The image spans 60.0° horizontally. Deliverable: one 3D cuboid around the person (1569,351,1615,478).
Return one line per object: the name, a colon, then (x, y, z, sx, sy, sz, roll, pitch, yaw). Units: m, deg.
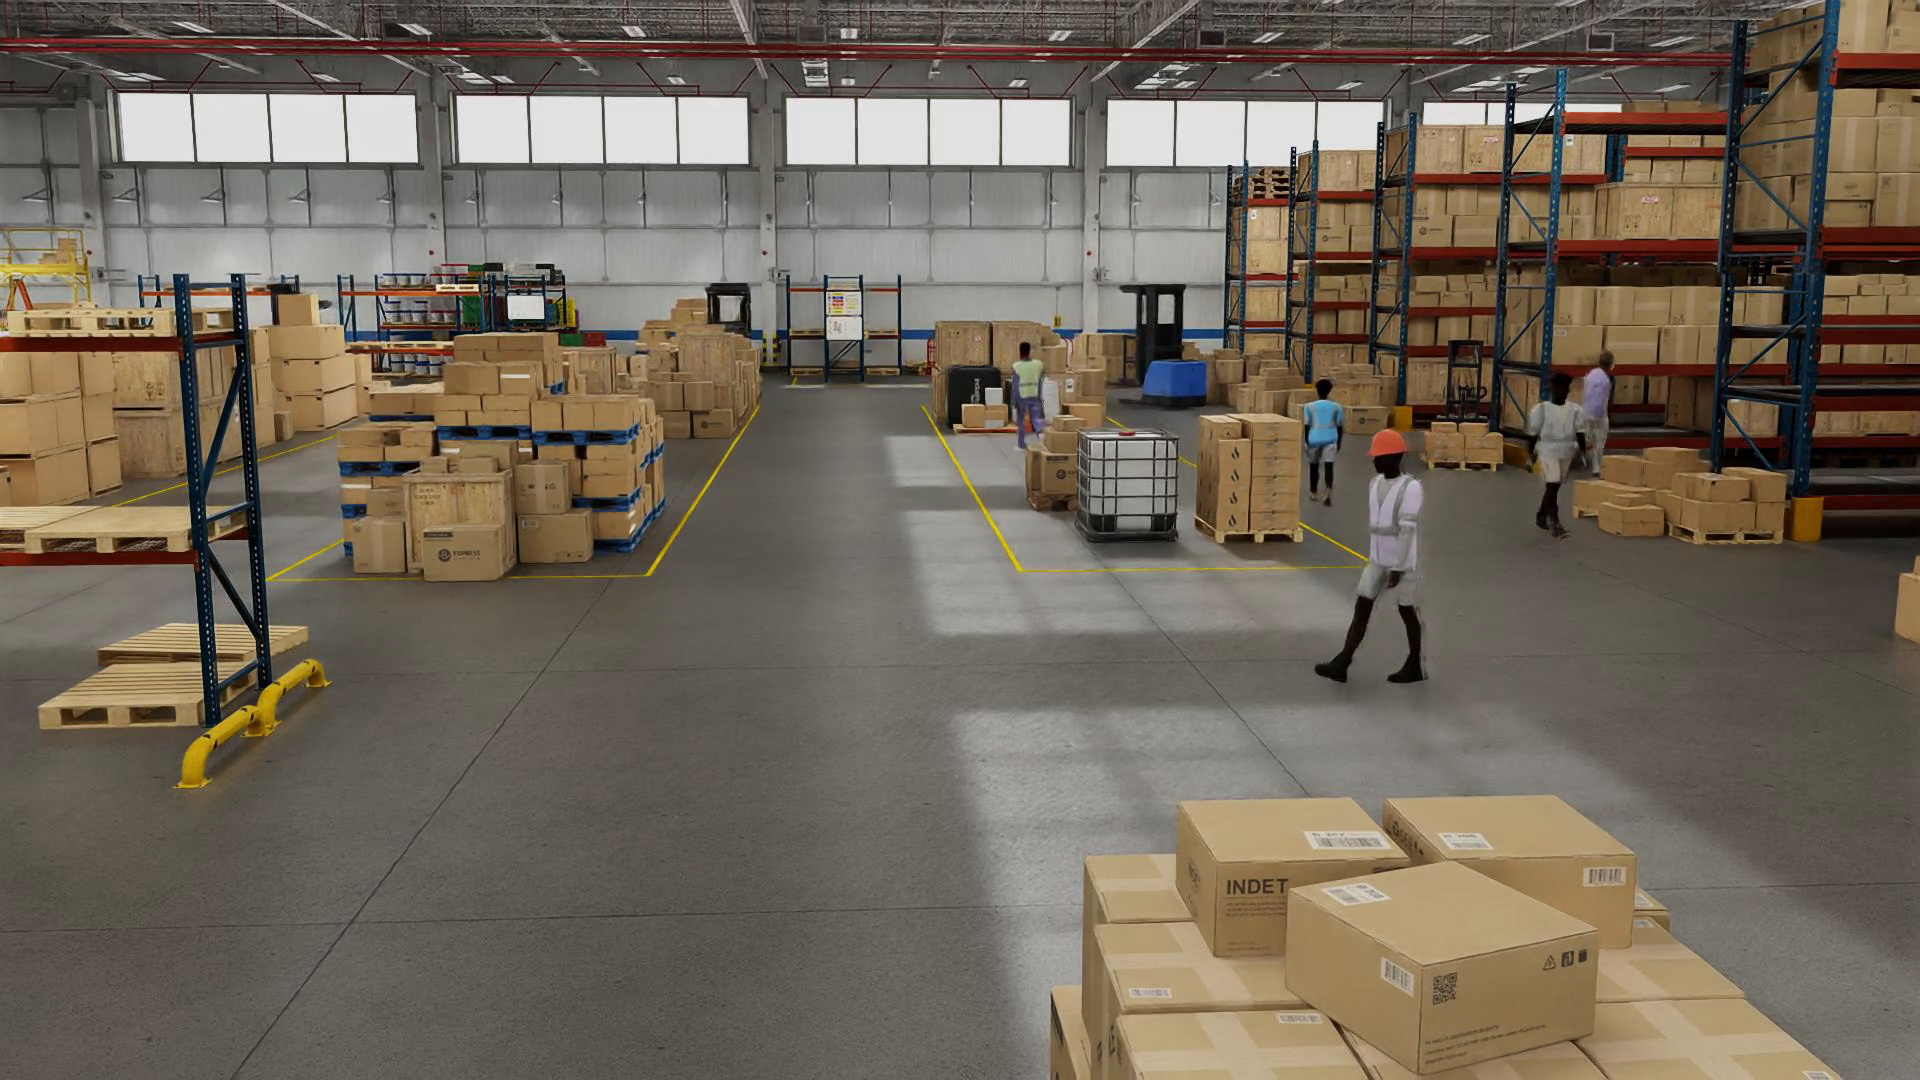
person: (9.385, -1.858, 24.745, 0.673, 1.912, 0.640, 0, 9, 2)

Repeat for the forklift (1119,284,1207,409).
forklift: (4.670, -4.435, 37.881, 1.129, 2.768, 1.873, -6, 11, -32)

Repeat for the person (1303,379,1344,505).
person: (4.810, -1.302, 22.013, 0.538, 1.665, 0.823, 1, 9, 4)

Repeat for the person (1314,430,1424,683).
person: (3.063, 0.151, 12.177, 0.949, 1.895, 0.549, -5, 10, -29)

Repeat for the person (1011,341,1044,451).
person: (1.172, -2.435, 28.388, 0.605, 1.900, 0.716, -4, 10, -23)

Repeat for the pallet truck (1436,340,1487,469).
pallet truck: (8.004, -2.170, 26.422, 0.823, 1.965, 1.885, 2, 9, 14)

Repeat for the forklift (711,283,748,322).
forklift: (-5.891, -5.210, 42.746, 1.129, 2.768, 1.873, -1, 9, -4)

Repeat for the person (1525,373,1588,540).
person: (6.915, -0.983, 19.282, 0.604, 1.918, 1.027, -2, 9, -11)

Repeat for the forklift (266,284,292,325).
forklift: (-15.592, -4.504, 38.313, 1.873, 2.768, 1.129, -2, 9, -11)
